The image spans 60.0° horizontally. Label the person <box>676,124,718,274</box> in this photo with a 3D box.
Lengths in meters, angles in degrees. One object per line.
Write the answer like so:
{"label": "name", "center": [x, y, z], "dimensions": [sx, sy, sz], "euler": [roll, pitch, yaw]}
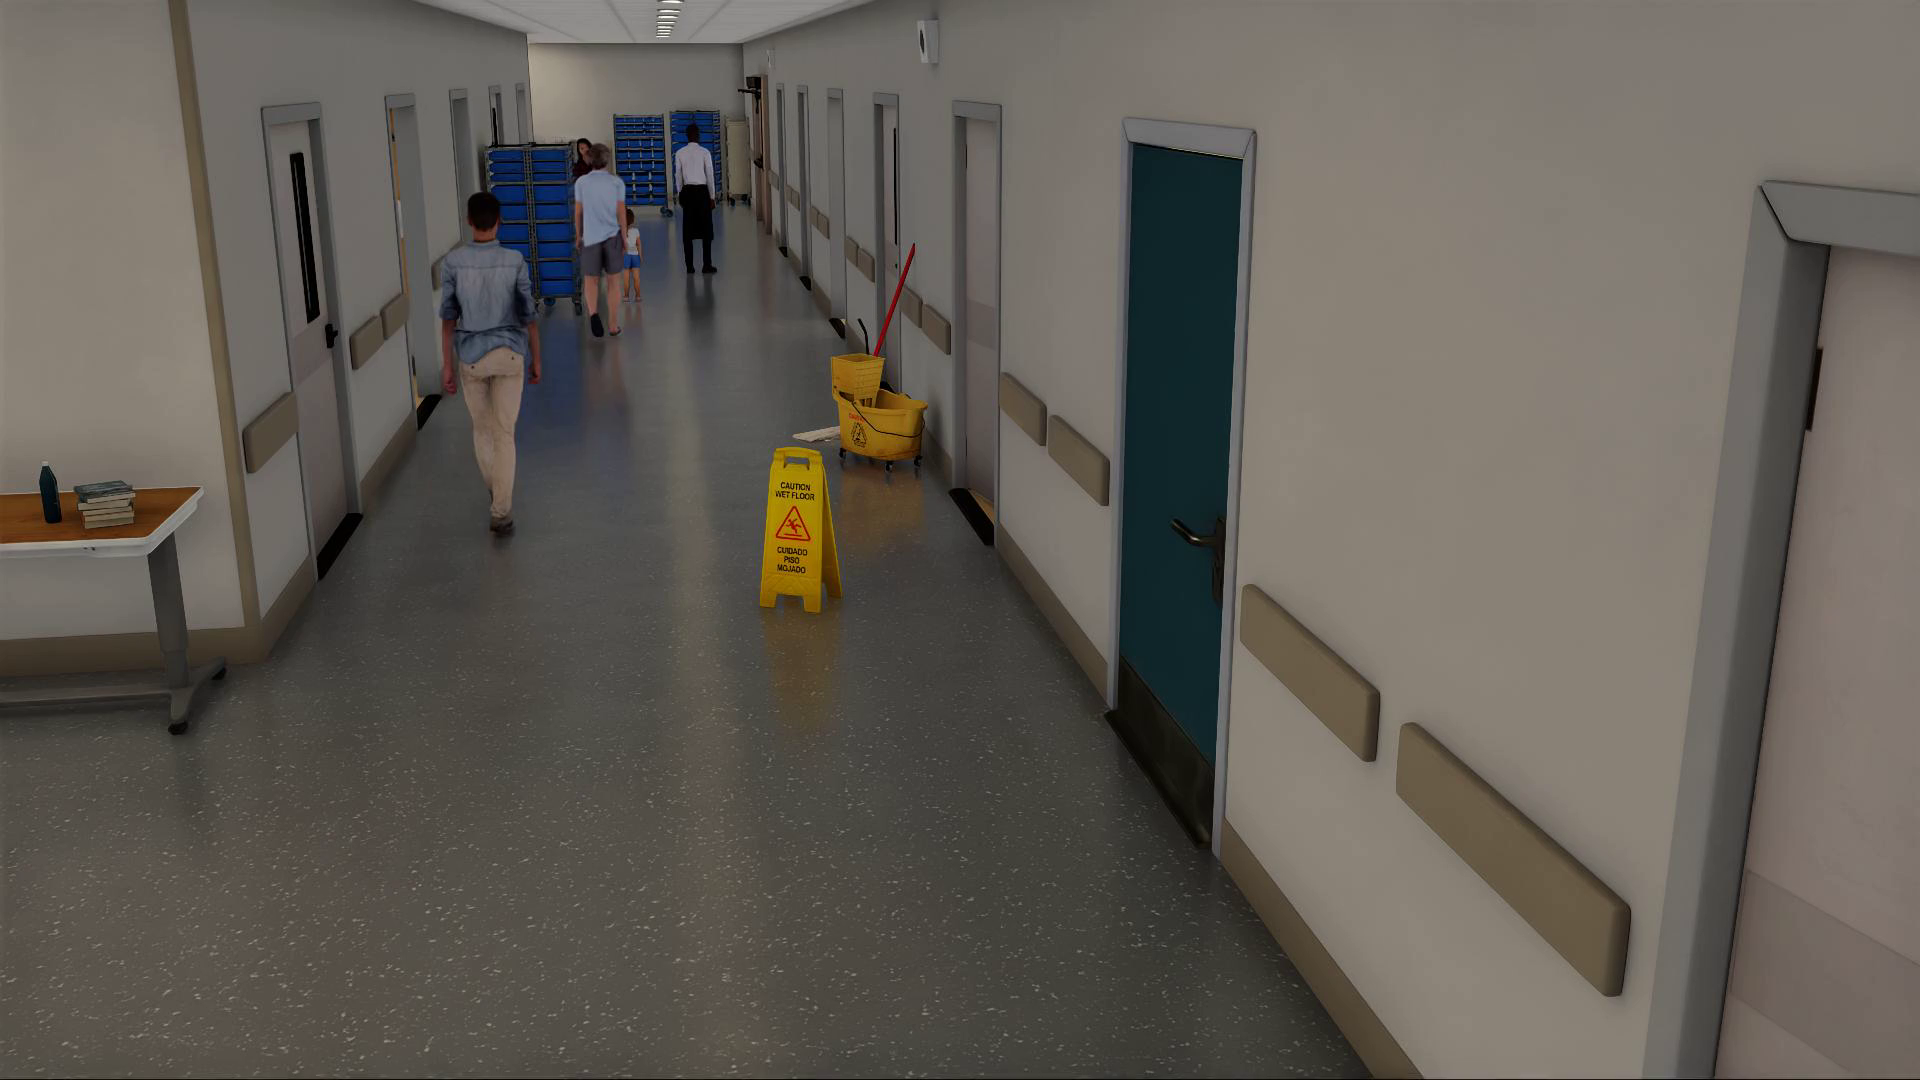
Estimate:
{"label": "person", "center": [-3.326, -4.292, 20.927], "dimensions": [0.697, 1.837, 0.638], "euler": [2, 16, 7]}

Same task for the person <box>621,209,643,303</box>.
{"label": "person", "center": [-3.654, -3.145, 18.366], "dimensions": [0.435, 1.019, 0.439], "euler": [-4, 16, -15]}

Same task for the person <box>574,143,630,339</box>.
{"label": "person", "center": [-3.377, -2.779, 15.611], "dimensions": [0.674, 1.809, 1.060], "euler": [-2, 16, -7]}

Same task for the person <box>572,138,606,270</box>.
{"label": "person", "center": [-4.772, -4.311, 21.363], "dimensions": [0.841, 1.636, 0.990], "euler": [-12, 20, -37]}

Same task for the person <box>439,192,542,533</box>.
{"label": "person", "center": [-2.574, -0.944, 9.085], "dimensions": [0.712, 1.817, 1.105], "euler": [-2, 16, -6]}
